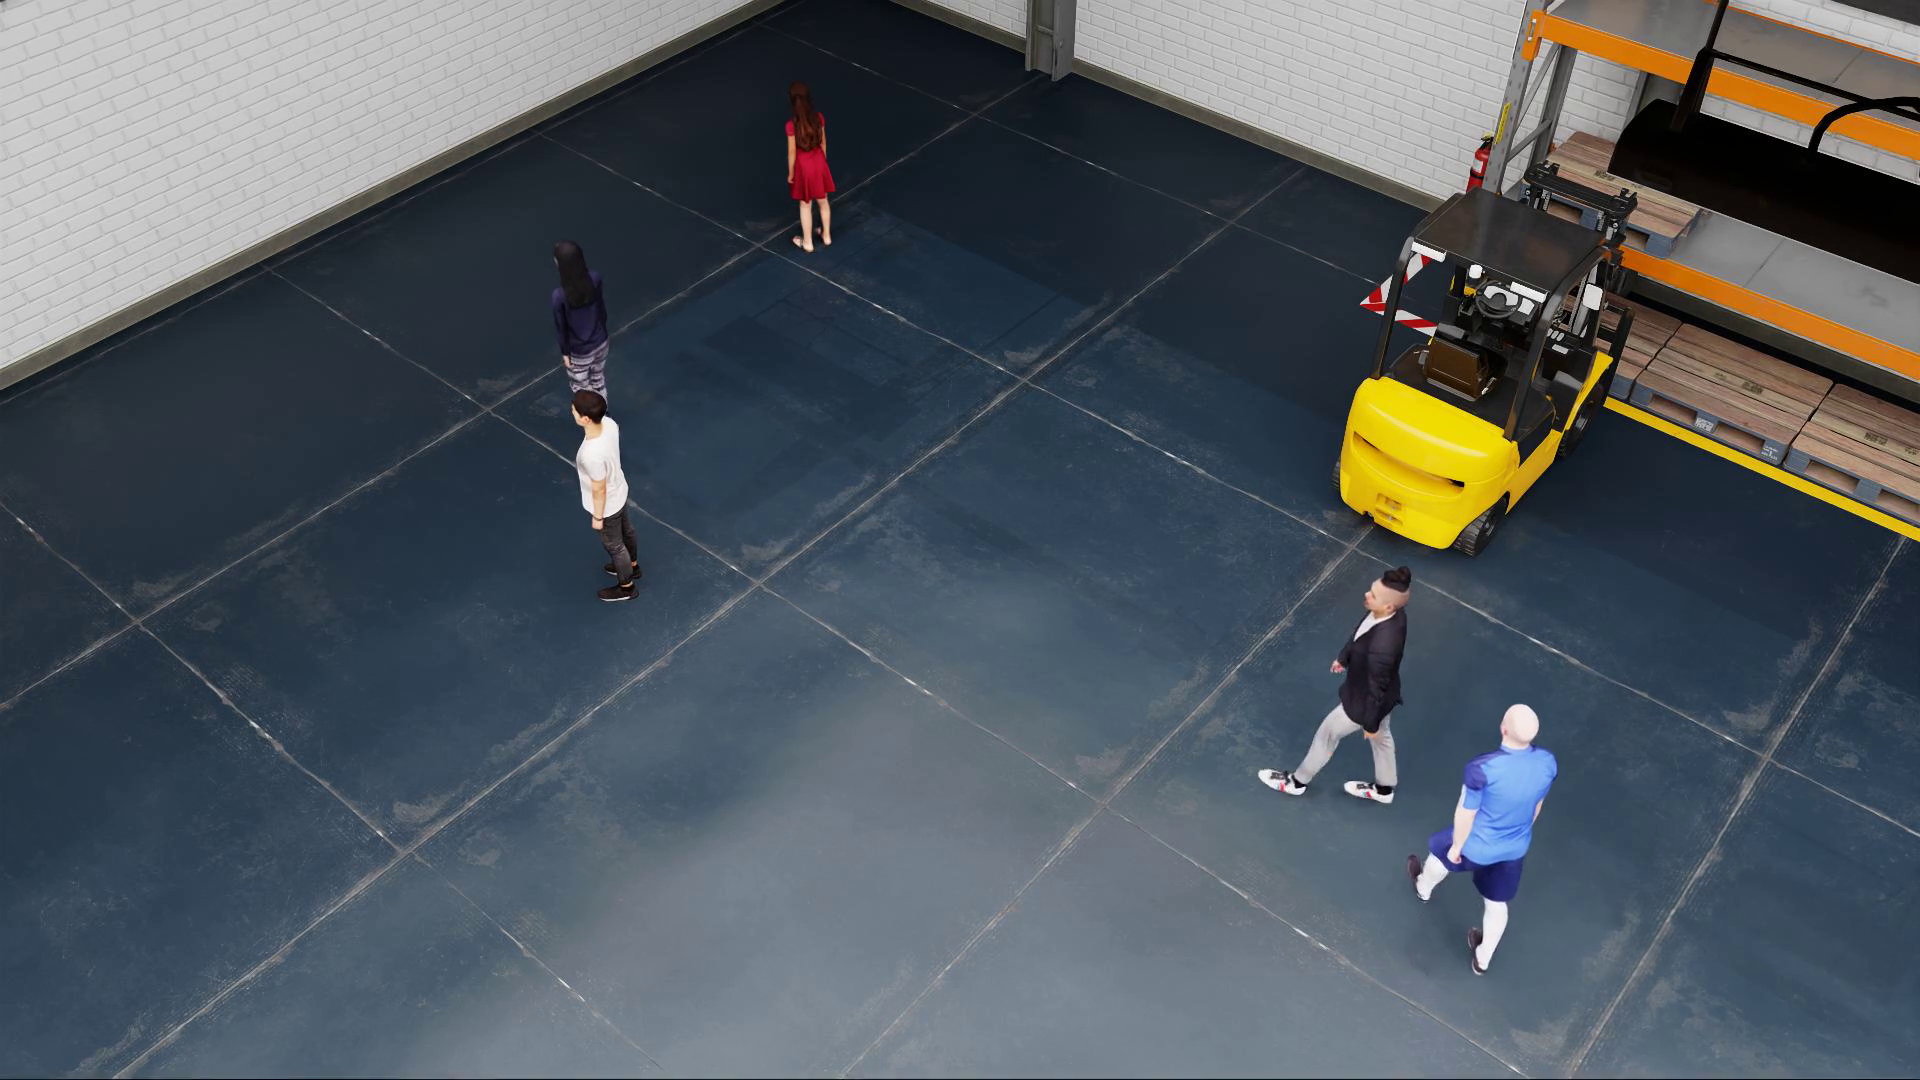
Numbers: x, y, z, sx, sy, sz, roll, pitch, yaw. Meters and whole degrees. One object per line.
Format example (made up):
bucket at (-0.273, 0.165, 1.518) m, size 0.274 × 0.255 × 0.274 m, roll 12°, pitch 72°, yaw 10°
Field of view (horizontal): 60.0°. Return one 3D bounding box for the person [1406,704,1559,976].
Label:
person at (2.857, 1.659, 8.930) m, size 1.049 × 1.803 × 1.124 m, roll -5°, pitch 44°, yaw -6°

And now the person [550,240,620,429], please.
person at (-2.705, -1.430, 12.230) m, size 0.763 × 1.723 × 0.636 m, roll 34°, pitch 53°, yaw 31°

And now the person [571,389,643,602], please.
person at (-2.348, -0.305, 11.050) m, size 0.732 × 1.722 × 0.707 m, roll 2°, pitch 44°, yaw 2°

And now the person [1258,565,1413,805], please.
person at (2.476, 0.895, 9.649) m, size 1.166 × 1.917 × 0.946 m, roll 15°, pitch 46°, yaw 15°

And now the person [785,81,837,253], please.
person at (-1.288, -3.187, 14.198) m, size 0.631 × 1.552 × 0.686 m, roll -23°, pitch 48°, yaw -22°
